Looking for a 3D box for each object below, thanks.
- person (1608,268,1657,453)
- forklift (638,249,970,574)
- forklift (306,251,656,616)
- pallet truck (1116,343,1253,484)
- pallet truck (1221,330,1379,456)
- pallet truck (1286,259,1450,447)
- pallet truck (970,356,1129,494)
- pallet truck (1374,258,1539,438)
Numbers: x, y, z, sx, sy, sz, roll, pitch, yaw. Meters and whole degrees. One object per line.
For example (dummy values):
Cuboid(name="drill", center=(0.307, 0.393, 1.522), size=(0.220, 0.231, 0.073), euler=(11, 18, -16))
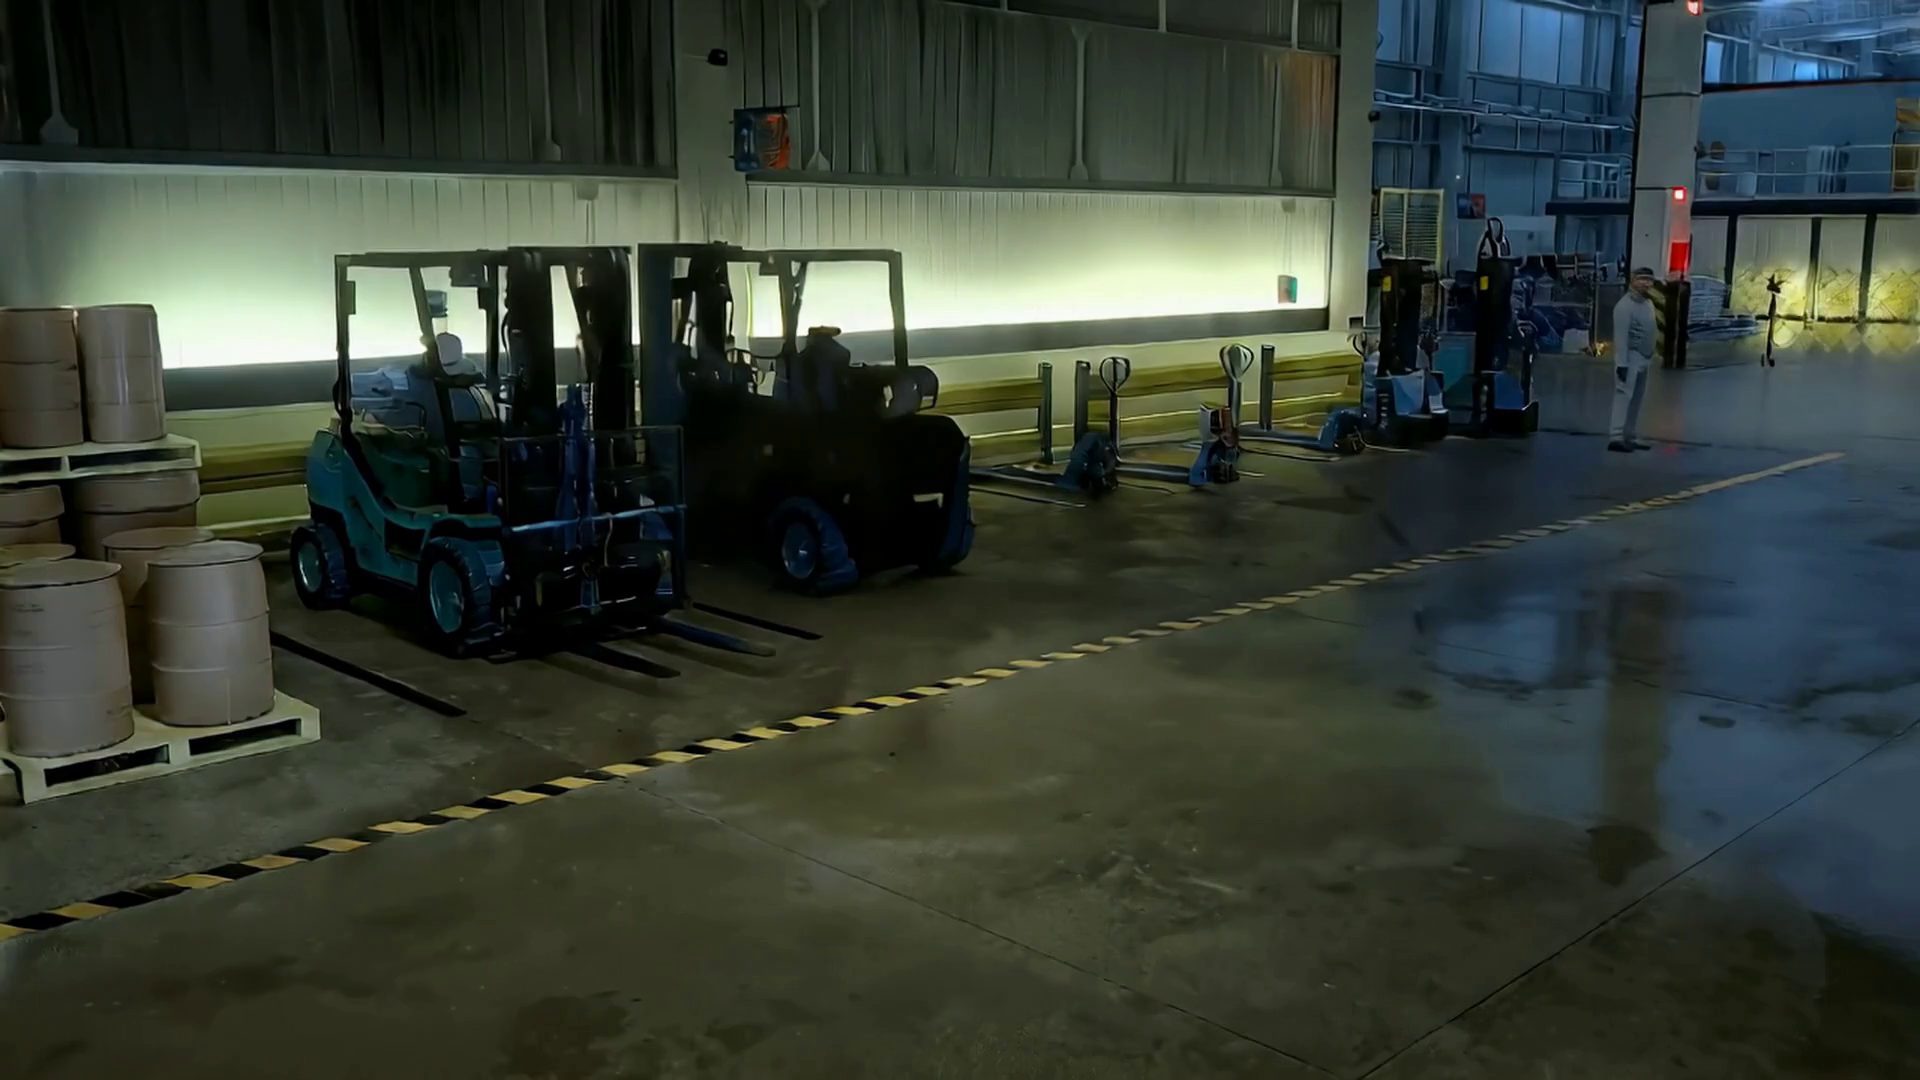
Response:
Cuboid(name="person", center=(7.028, -1.871, 17.316), size=(0.648, 1.906, 0.403), euler=(-10, 14, -42))
Cuboid(name="forklift", center=(-1.173, -0.958, 11.239), size=(2.680, 1.987, 1.157), euler=(10, 14, 43))
Cuboid(name="forklift", center=(-2.833, -0.669, 9.694), size=(1.157, 1.987, 2.680), euler=(-10, 14, -44))
Cuboid(name="pallet truck", center=(1.962, -1.215, 15.415), size=(1.522, 1.261, 0.704), euler=(10, 14, 43))
Cuboid(name="pallet truck", center=(3.563, -1.581, 17.381), size=(0.653, 1.274, 1.630), euler=(-10, 14, -44))
Cuboid(name="pallet truck", center=(4.493, -2.078, 18.196), size=(0.823, 1.965, 1.885), euler=(-9, 14, -40))
Cuboid(name="pallet truck", center=(0.784, -1.085, 14.876), size=(0.680, 1.201, 1.601), euler=(-10, 14, -44))
Cuboid(name="pallet truck", center=(5.704, -2.208, 18.901), size=(1.885, 1.965, 0.823), euler=(10, 14, 43))
